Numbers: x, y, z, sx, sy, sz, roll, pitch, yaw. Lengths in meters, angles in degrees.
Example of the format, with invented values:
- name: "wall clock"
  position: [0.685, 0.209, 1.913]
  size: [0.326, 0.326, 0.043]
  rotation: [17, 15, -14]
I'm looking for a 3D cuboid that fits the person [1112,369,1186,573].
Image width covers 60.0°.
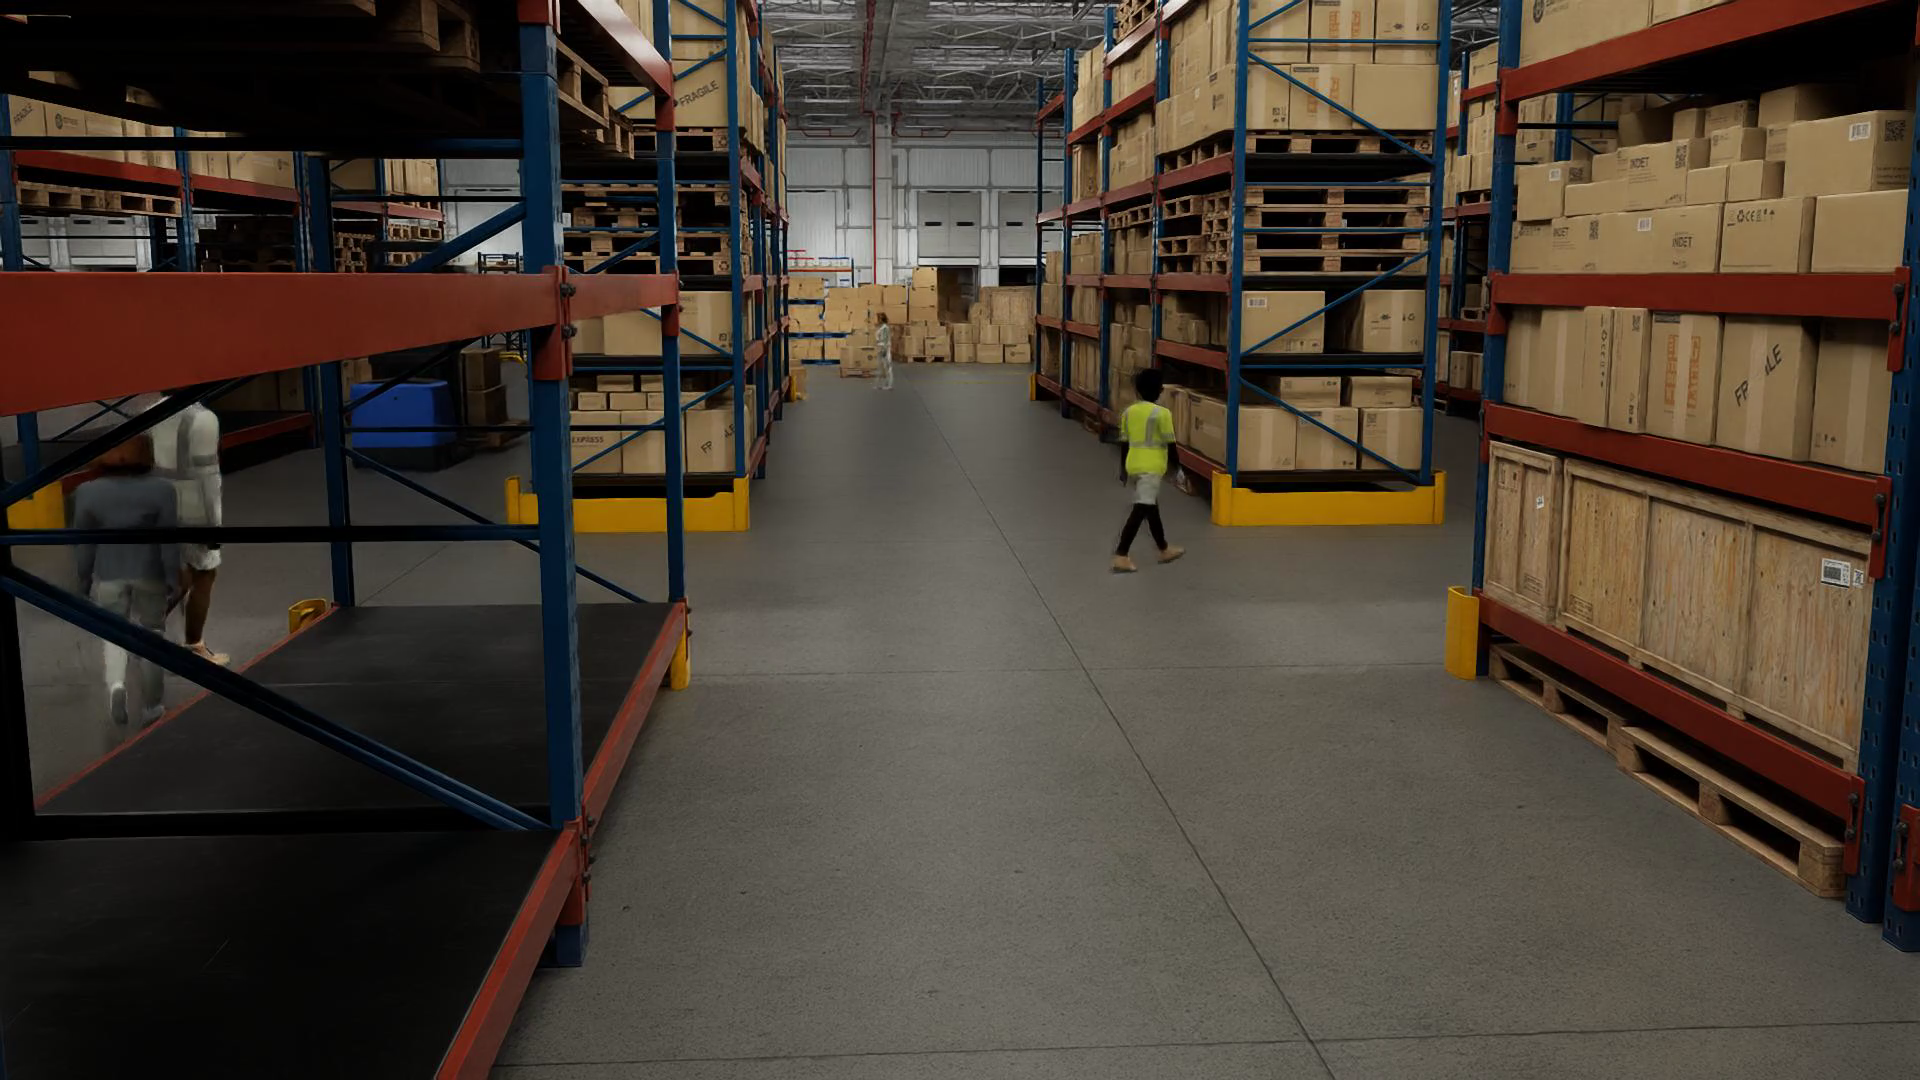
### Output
- name: "person"
  position: [1.546, -0.569, 13.554]
  size: [0.887, 1.649, 0.537]
  rotation: [-6, 11, -32]

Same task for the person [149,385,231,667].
- name: "person"
  position: [-4.599, -0.174, 9.922]
  size: [0.652, 2.016, 0.540]
  rotation: [6, 11, 35]

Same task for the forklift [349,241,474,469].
- name: "forklift"
  position: [-6.949, -2.358, 20.938]
  size: [1.129, 2.768, 1.873]
  rotation: [-1, 9, -4]

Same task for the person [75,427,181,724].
- name: "person"
  position: [-4.387, 0.206, 8.790]
  size: [0.505, 1.616, 0.525]
  rotation: [-3, 9, -17]

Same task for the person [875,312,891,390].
- name: "person"
  position: [-1.612, -3.974, 34.974]
  size: [0.310, 1.636, 0.522]
  rotation: [-3, 10, -19]
